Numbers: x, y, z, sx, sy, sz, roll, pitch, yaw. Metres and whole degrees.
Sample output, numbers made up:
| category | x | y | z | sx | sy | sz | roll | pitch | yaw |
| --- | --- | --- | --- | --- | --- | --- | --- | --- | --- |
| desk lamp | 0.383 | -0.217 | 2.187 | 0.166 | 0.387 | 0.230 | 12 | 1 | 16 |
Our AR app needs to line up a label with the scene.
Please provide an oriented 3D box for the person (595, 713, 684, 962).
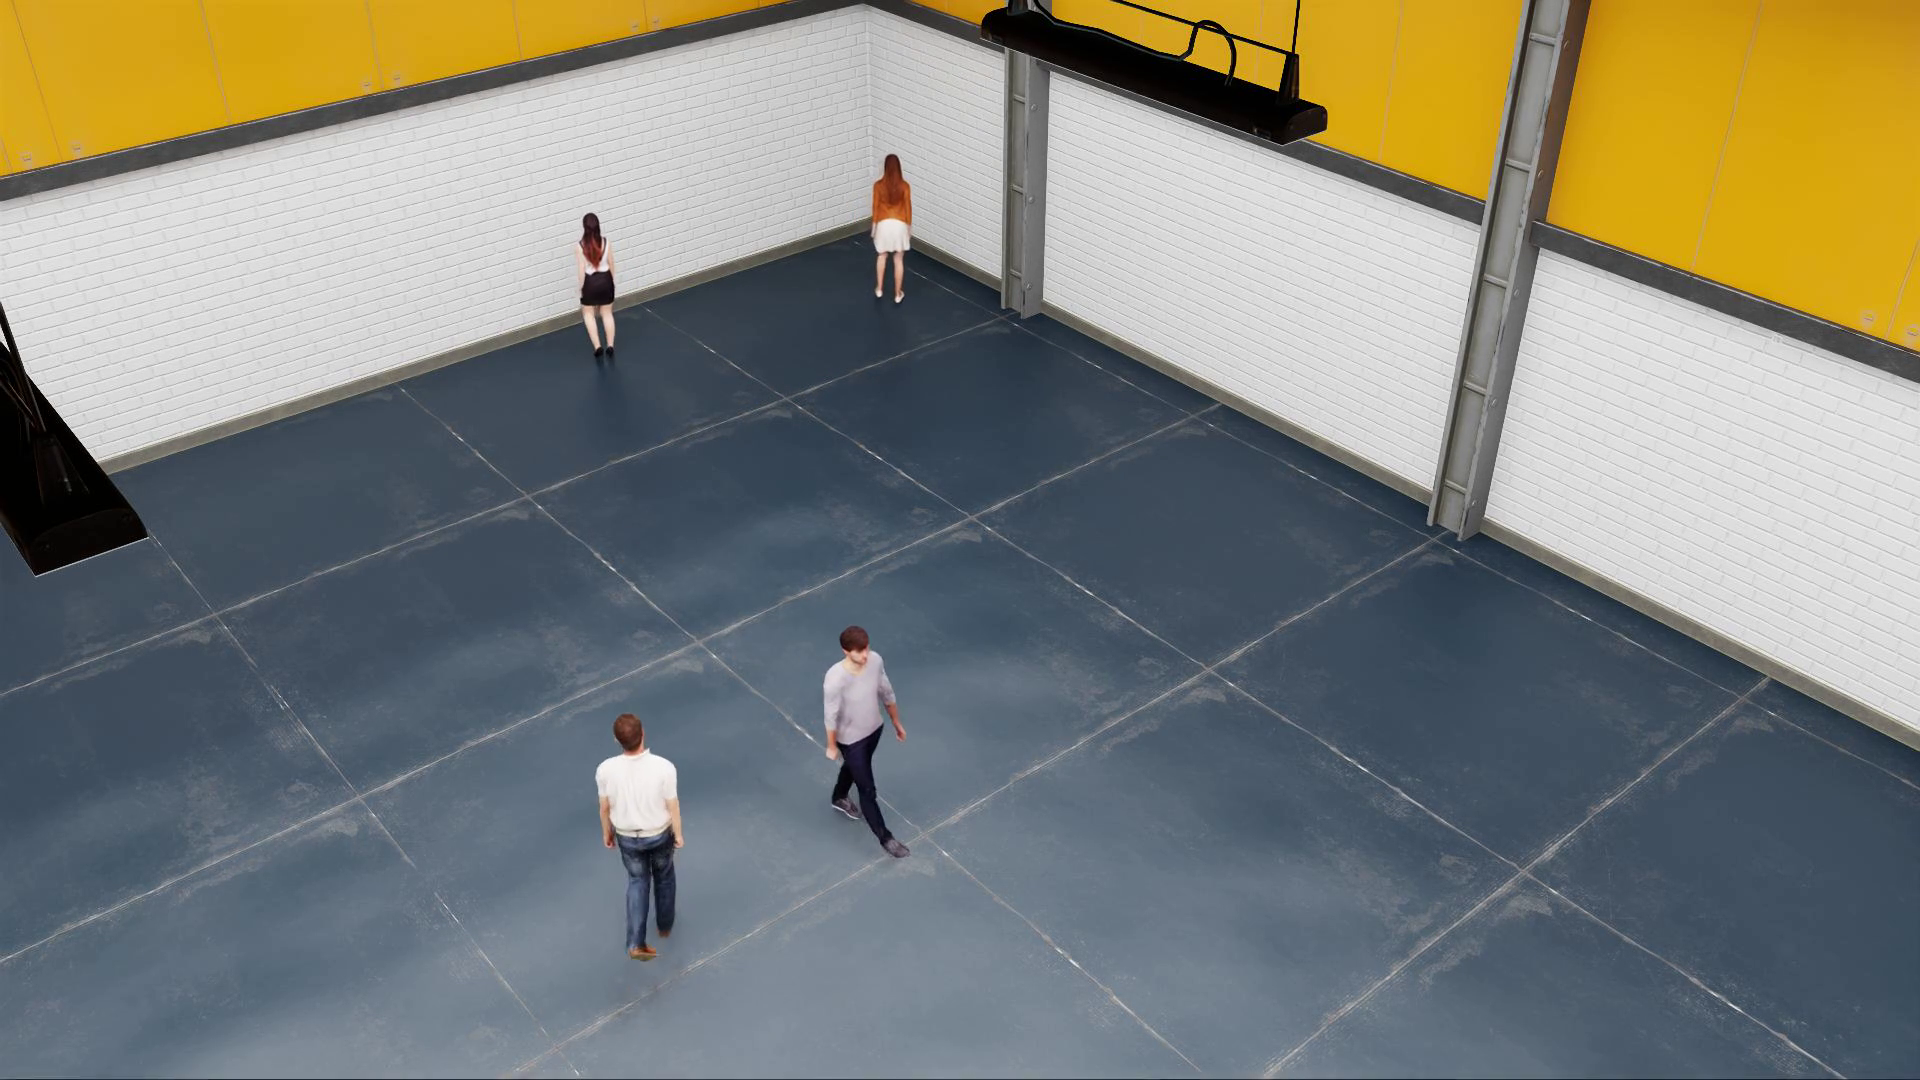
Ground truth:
| category | x | y | z | sx | sy | sz | roll | pitch | yaw |
| --- | --- | --- | --- | --- | --- | --- | --- | --- | --- |
| person | -2.032 | 1.961 | 10.601 | 1.015 | 1.826 | 1.090 | 3 | 34 | 4 |

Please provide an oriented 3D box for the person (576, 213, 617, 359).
| category | x | y | z | sx | sy | sz | roll | pitch | yaw |
| --- | --- | --- | --- | --- | --- | --- | --- | --- | --- |
| person | -3.874 | -2.695 | 17.768 | 0.608 | 1.646 | 0.556 | -19 | 38 | -26 |

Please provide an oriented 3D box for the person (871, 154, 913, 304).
| category | x | y | z | sx | sy | sz | roll | pitch | yaw |
| --- | --- | --- | --- | --- | --- | --- | --- | --- | --- |
| person | -0.785 | -3.531 | 18.976 | 0.758 | 1.701 | 0.813 | 1 | 34 | 2 |

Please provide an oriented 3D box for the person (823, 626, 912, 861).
| category | x | y | z | sx | sy | sz | roll | pitch | yaw |
| --- | --- | --- | --- | --- | --- | --- | --- | --- | --- |
| person | -0.768 | 1.311 | 11.602 | 1.162 | 1.801 | 0.791 | 26 | 41 | 33 |
